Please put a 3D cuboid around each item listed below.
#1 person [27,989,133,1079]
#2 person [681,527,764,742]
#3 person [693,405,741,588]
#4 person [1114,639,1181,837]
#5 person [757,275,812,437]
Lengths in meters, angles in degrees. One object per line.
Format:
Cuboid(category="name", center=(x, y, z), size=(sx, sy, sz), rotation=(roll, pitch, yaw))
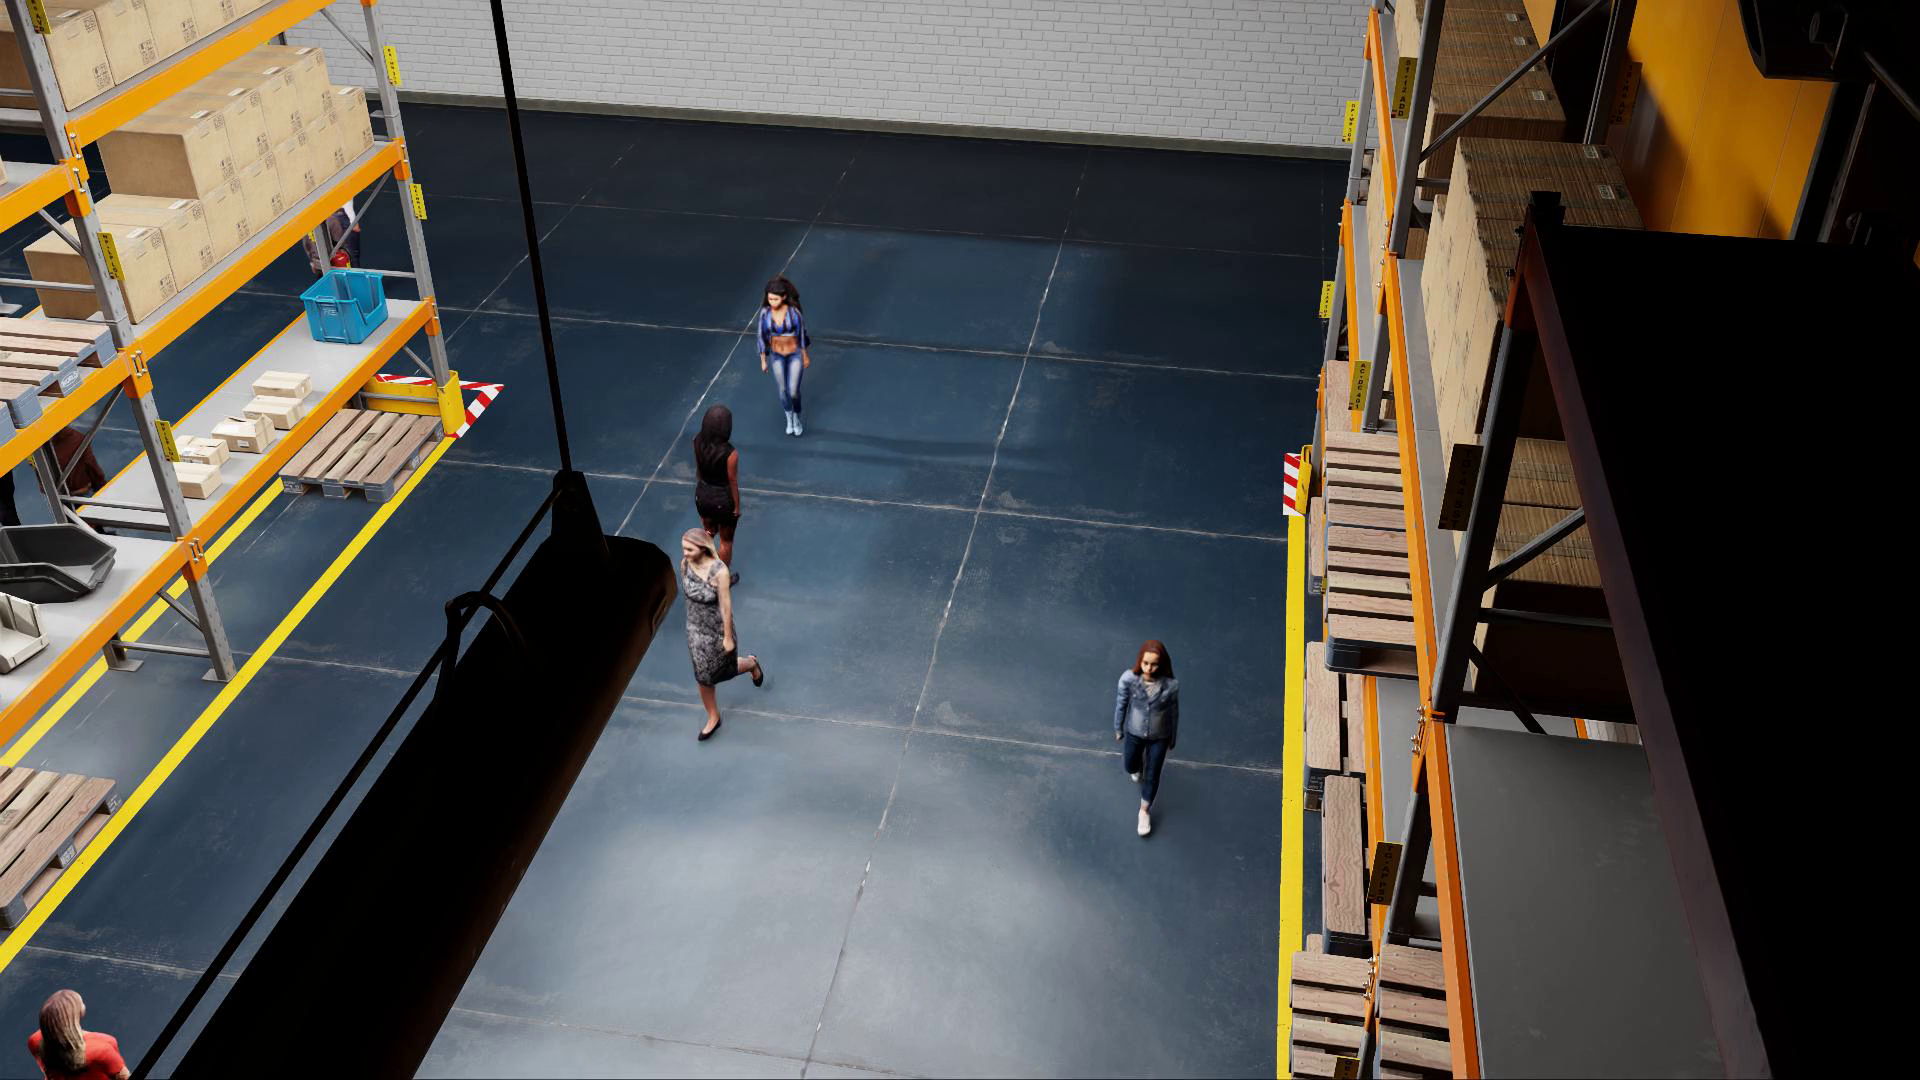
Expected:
Cuboid(category="person", center=(-4.332, 2.896, 8.300), size=(0.659, 1.684, 0.799), rotation=(3, 34, 5))
Cuboid(category="person", center=(-1.695, 0.598, 11.764), size=(0.763, 1.677, 1.024), rotation=(15, 36, 21))
Cuboid(category="person", center=(-1.945, -0.238, 12.988), size=(0.799, 1.714, 0.909), rotation=(17, 37, 24))
Cuboid(category="person", center=(1.250, 1.226, 11.013), size=(0.560, 1.462, 0.814), rotation=(6, 34, 8))
Cuboid(category="person", center=(-1.575, -1.707, 15.293), size=(0.624, 1.609, 0.568), rotation=(3, 34, 5))
